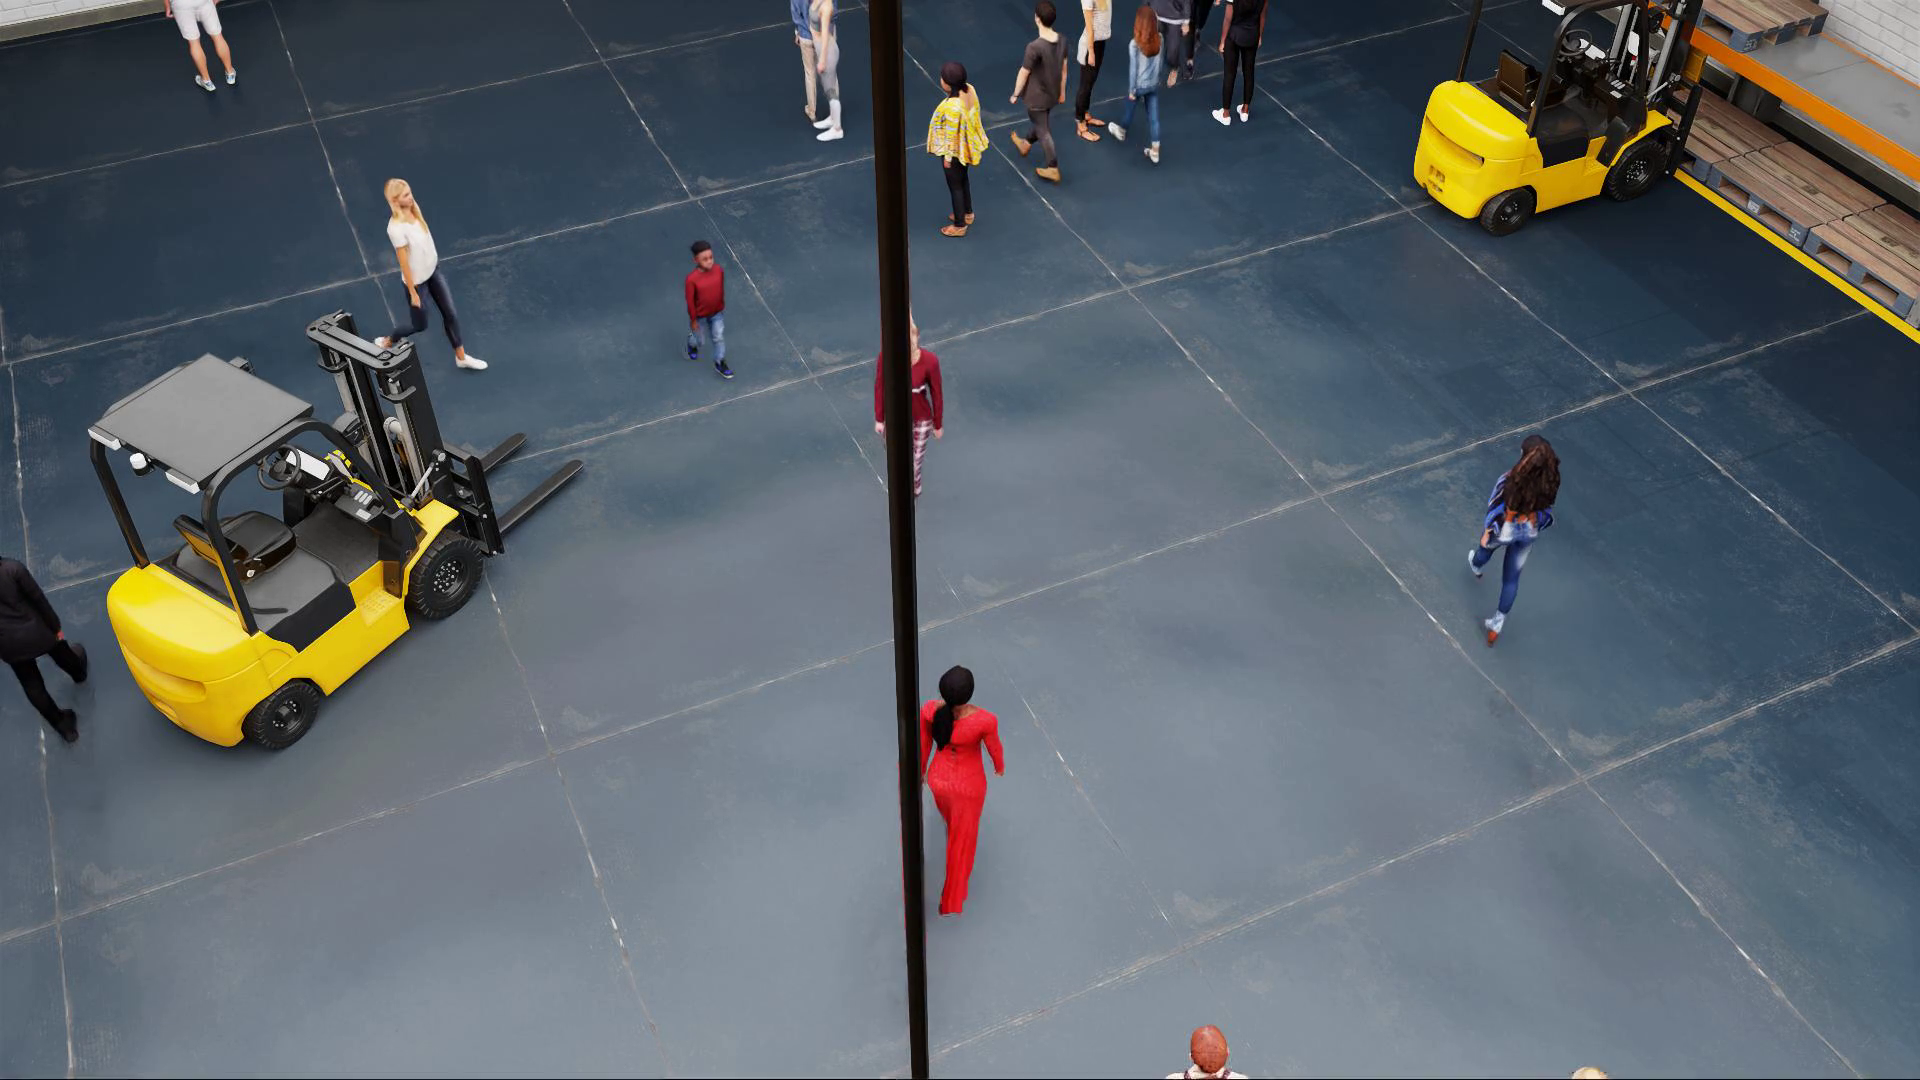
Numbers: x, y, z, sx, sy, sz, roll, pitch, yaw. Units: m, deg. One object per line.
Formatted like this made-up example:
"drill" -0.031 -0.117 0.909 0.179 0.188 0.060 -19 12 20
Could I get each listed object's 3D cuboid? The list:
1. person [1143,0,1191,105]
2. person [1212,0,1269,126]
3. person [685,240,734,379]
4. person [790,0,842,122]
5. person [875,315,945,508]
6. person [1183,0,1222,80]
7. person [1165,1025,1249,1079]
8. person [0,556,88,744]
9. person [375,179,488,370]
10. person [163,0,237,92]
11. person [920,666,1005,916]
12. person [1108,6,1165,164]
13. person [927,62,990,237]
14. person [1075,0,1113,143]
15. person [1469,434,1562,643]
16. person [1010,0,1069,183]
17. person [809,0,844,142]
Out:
"person" 2.062 -5.175 16.468 0.868 1.749 0.926 20 47 19
"person" 2.743 -4.875 16.167 0.635 1.729 0.612 -12 45 -12
"person" -2.068 -1.877 13.373 0.550 1.242 0.728 -25 49 -24
"person" -1.398 -4.922 16.243 0.670 1.703 0.650 -7 44 -7
"person" -0.382 -0.945 12.067 0.734 1.694 0.715 -2 44 -2
"person" 2.473 -5.681 17.078 1.041 1.649 1.220 6 44 6
"person" 1.141 2.940 7.941 0.706 1.771 0.759 -1 44 -1
"person" -5.860 0.620 10.389 0.694 1.743 1.008 -14 45 -14
"person" -4.361 -2.058 13.170 1.077 1.784 1.115 7 44 7
"person" -7.706 -5.415 16.642 0.727 1.856 0.644 -27 50 -26
"person" -0.043 1.460 9.525 1.130 1.729 1.219 12 45 13
"person" 1.773 -4.270 15.748 0.627 1.432 0.956 -21 48 -21
"person" -0.014 -3.463 14.740 0.941 1.652 0.877 9 44 10
"person" 1.262 -4.750 15.964 0.737 1.827 0.662 11 45 11
"person" 3.715 0.011 11.153 0.950 1.571 1.142 2 44 2
"person" 0.817 -4.104 15.398 0.827 1.674 1.098 -32 52 -29
"person" -1.278 -4.688 15.990 0.658 1.703 0.523 -10 44 -10
